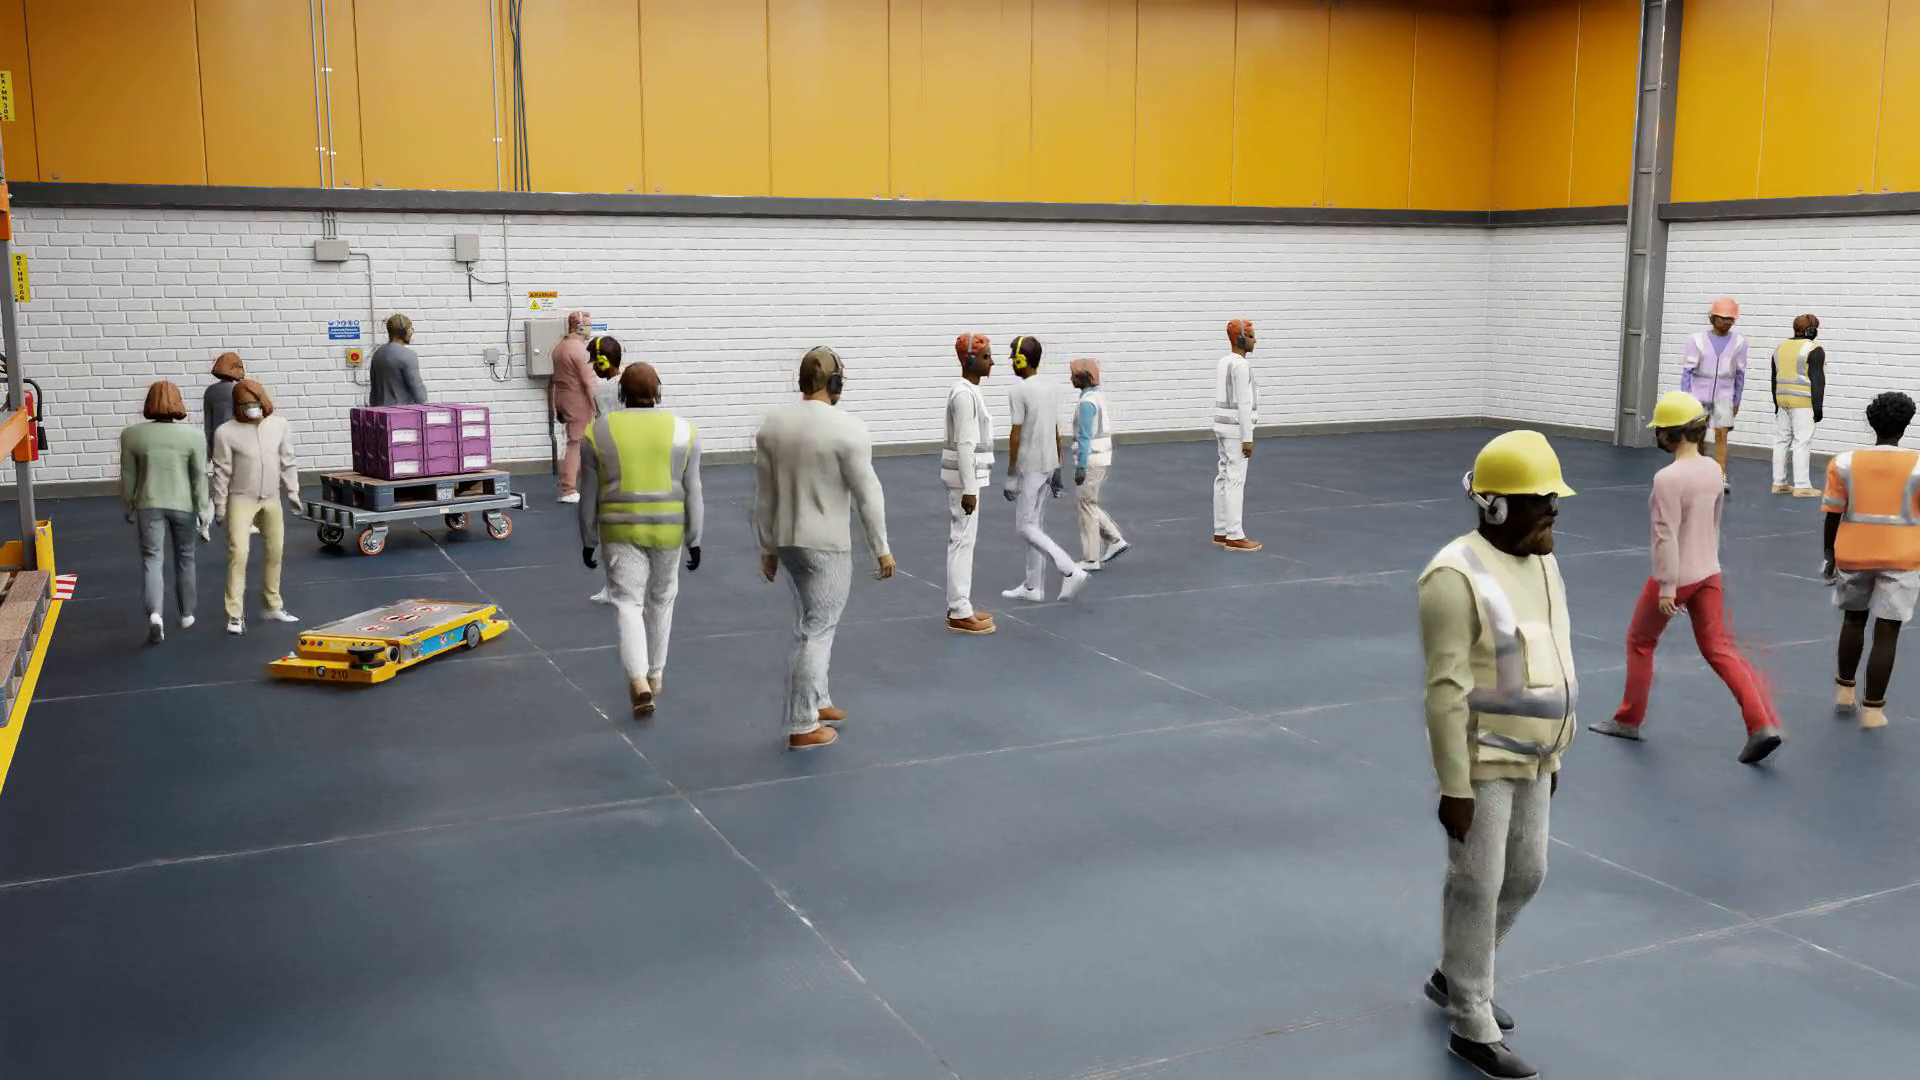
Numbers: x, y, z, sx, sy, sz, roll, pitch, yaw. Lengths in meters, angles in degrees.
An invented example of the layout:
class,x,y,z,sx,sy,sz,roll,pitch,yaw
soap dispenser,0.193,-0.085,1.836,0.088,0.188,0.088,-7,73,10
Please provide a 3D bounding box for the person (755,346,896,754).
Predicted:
class,x,y,z,sx,sy,sz,roll,pitch,yaw
person,-0.621,0.038,7.943,0.626,1.909,0.705,8,12,40

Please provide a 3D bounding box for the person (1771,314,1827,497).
class,x,y,z,sx,sy,sz,roll,pitch,yaw
person,8.505,-1.361,16.847,0.430,1.845,0.619,-3,9,-15

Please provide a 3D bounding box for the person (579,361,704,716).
class,x,y,z,sx,sy,sz,roll,pitch,yaw
person,-1.644,-0.020,8.629,0.628,1.814,0.906,-3,10,-17

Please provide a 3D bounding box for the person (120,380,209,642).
class,x,y,z,sx,sy,sz,roll,pitch,yaw
person,-4.929,-0.189,10.322,0.512,1.601,0.809,-3,10,-21

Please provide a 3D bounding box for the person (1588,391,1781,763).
class,x,y,z,sx,sy,sz,roll,pitch,yaw
person,3.438,0.165,7.760,0.536,1.724,0.898,-6,11,-34

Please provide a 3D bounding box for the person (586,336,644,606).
class,x,y,z,sx,sy,sz,roll,pitch,yaw
person,-2.306,-0.458,11.256,0.642,1.838,0.552,7,12,38

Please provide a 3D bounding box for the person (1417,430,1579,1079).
class,x,y,z,sx,sy,sz,roll,pitch,yaw
person,1.536,0.598,4.736,0.597,1.834,0.412,-8,12,-42

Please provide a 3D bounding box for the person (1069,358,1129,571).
class,x,y,z,sx,sy,sz,roll,pitch,yaw
person,1.011,-0.567,12.583,0.386,1.622,0.550,1,9,8

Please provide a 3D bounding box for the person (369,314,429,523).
class,x,y,z,sx,sy,sz,roll,pitch,yaw
person,-5.065,-1.105,15.132,1.037,1.887,0.631,-9,12,-43

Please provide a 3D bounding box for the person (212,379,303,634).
class,x,y,z,sx,sy,sz,roll,pitch,yaw
person,-4.476,-0.214,10.523,0.481,1.607,0.599,7,12,38

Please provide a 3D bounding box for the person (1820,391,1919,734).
class,x,y,z,sx,sy,sz,roll,pitch,yaw
person,4.597,0.103,8.287,0.538,1.678,0.607,8,12,42

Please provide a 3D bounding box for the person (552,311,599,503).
class,x,y,z,sx,sy,sz,roll,pitch,yaw
person,-3.660,-1.305,16.376,0.755,1.880,0.672,-6,11,-33

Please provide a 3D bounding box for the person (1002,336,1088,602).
class,x,y,z,sx,sy,sz,roll,pitch,yaw
person,0.559,-0.459,11.264,0.627,1.841,0.545,6,11,34

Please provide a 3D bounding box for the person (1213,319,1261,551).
class,x,y,z,sx,sy,sz,roll,pitch,yaw
person,2.255,-0.855,13.576,0.355,1.883,0.572,-2,9,-10

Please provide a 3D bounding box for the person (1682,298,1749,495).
class,x,y,z,sx,sy,sz,roll,pitch,yaw
person,7.621,-1.433,16.805,0.625,1.987,1.044,3,10,16

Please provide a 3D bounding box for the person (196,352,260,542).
class,x,y,z,sx,sy,sz,roll,pitch,yaw
person,-6.203,-0.785,14.024,0.487,1.598,0.741,5,10,28

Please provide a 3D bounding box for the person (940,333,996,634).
class,x,y,z,sx,sy,sz,roll,pitch,yaw
person,0.055,-0.357,10.492,0.356,1.881,0.575,0,9,1

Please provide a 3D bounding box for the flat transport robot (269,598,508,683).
class,x,y,z,sx,sy,sz,roll,pitch,yaw
flat transport robot,-3.309,0.566,9.747,0.652,0.197,1.431,2,9,15
